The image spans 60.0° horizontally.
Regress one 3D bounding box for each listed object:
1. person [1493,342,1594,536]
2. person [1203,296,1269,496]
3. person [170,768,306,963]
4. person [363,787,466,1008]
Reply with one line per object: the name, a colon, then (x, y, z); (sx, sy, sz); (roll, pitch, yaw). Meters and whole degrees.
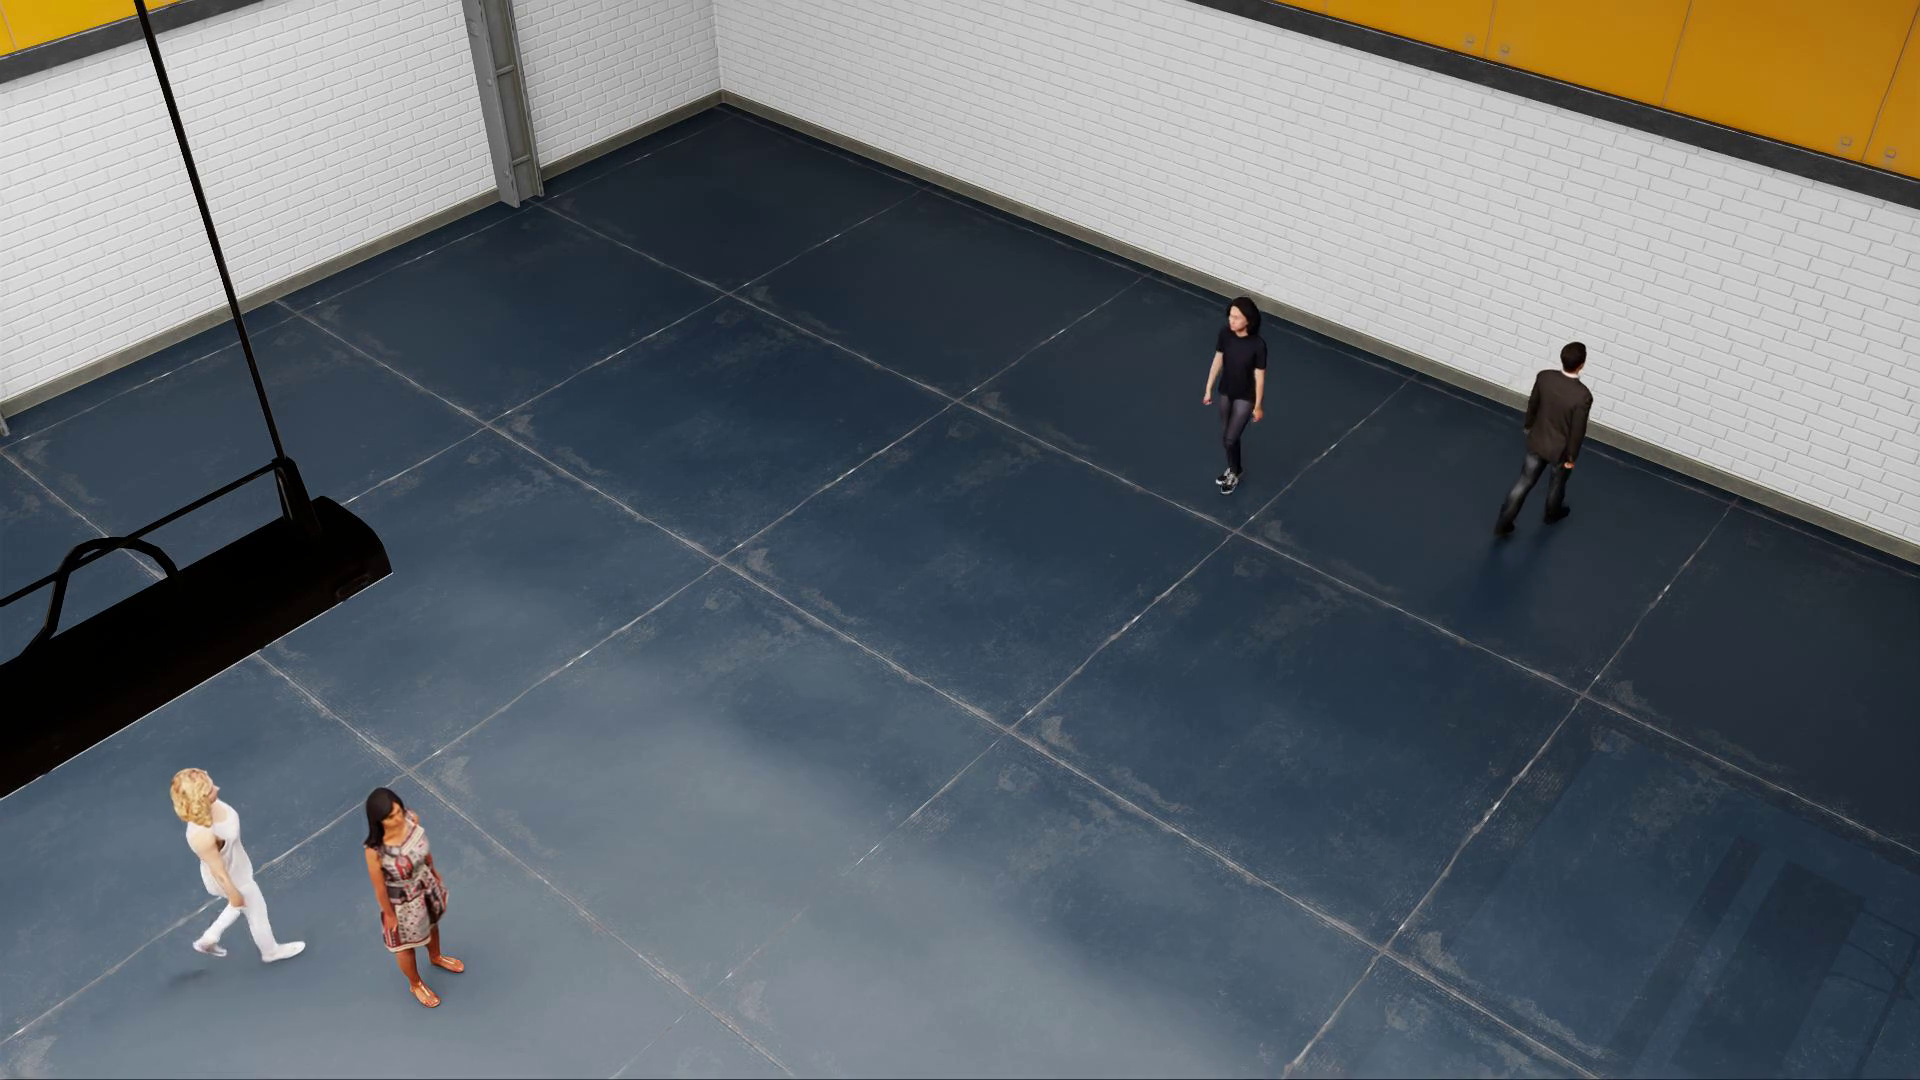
person: (4.608, -0.751, 13.121); (1.113, 1.772, 0.839); (-26, 46, -29)
person: (2.348, -1.237, 13.692); (0.688, 1.819, 0.698); (-29, 47, -31)
person: (-4.399, 1.961, 9.817); (0.926, 1.658, 0.794); (-17, 42, -20)
person: (-3.224, 2.045, 9.722); (0.764, 1.645, 0.565); (16, 41, 20)
